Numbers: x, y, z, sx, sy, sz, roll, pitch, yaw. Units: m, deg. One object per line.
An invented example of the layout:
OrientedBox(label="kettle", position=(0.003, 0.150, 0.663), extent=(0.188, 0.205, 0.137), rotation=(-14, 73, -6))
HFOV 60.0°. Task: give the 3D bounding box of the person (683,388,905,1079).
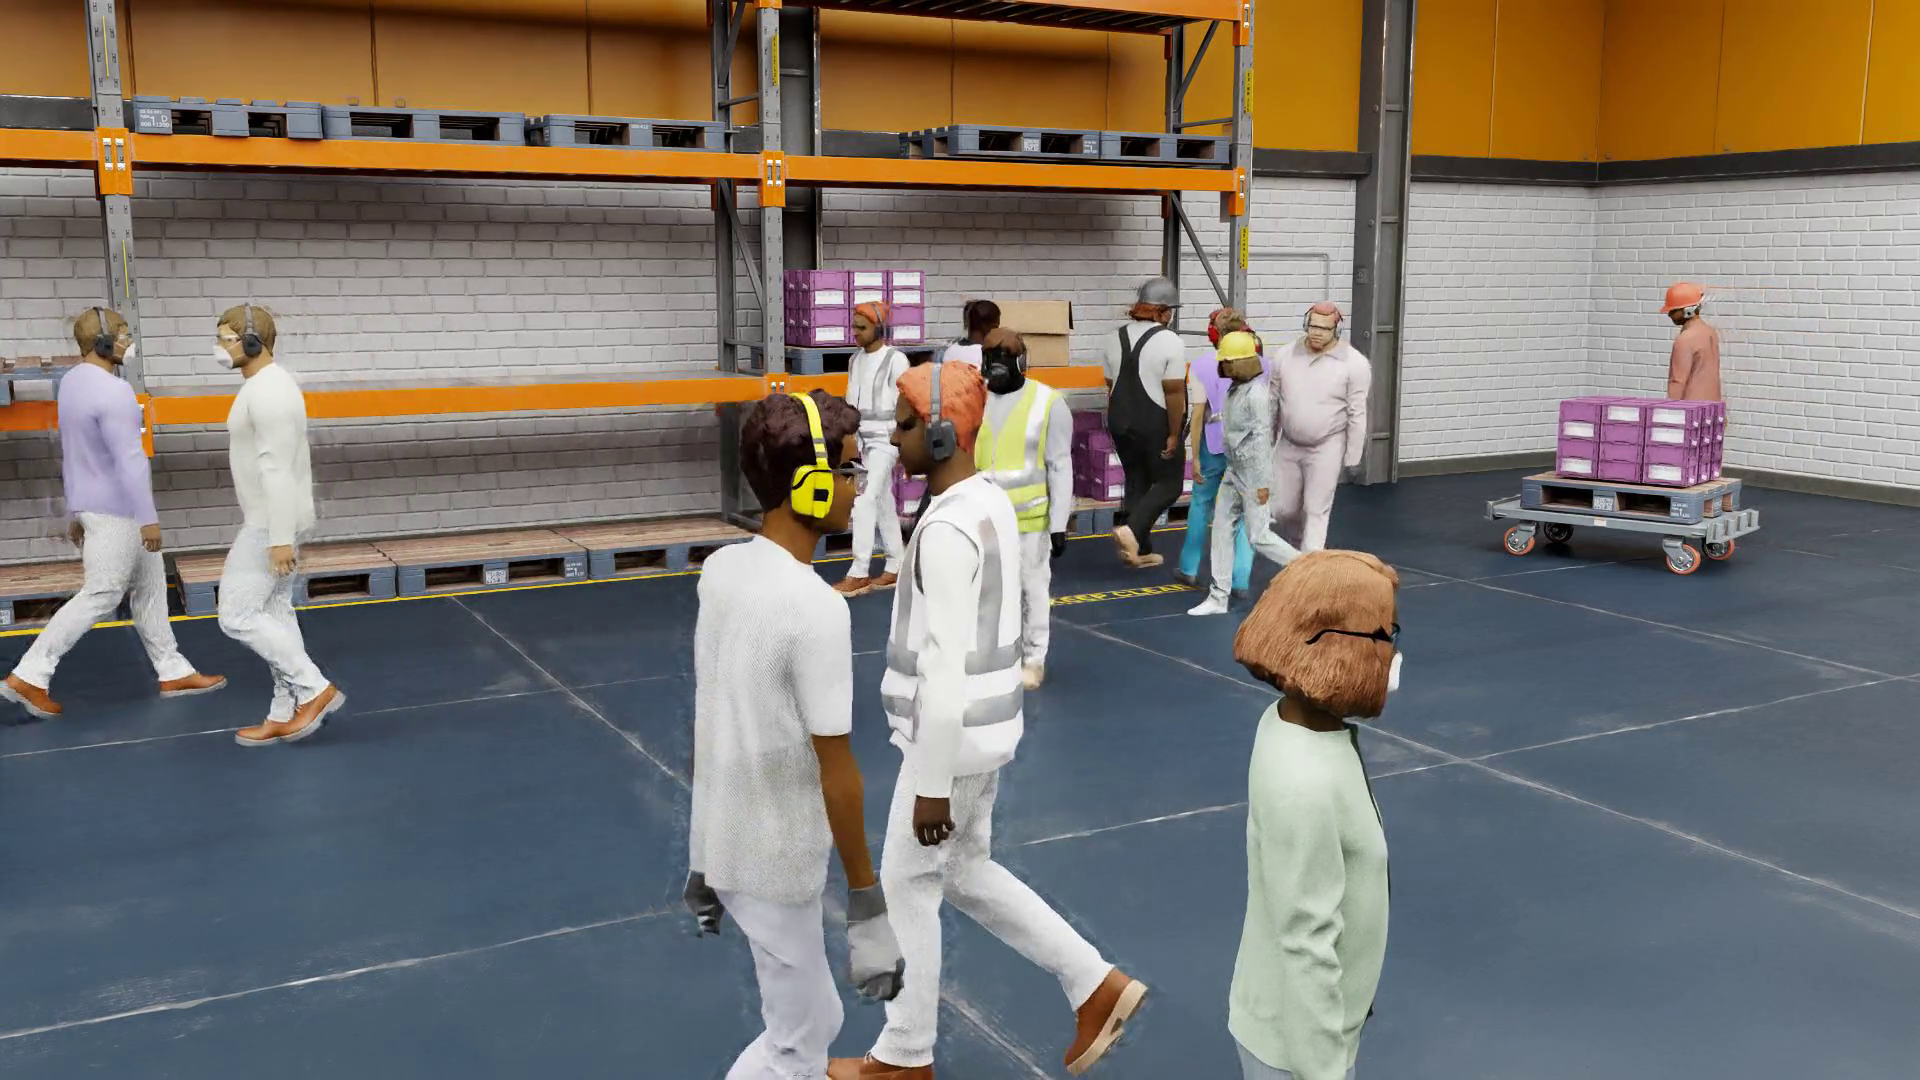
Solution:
OrientedBox(label="person", position=(-0.351, 0.644, 3.165), extent=(0.418, 1.846, 0.537), rotation=(-4, 10, -25))

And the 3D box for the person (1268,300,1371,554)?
OrientedBox(label="person", position=(2.228, -0.571, 10.458), extent=(0.702, 1.878, 0.541), rotation=(6, 11, 34))

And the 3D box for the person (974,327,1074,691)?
OrientedBox(label="person", position=(0.218, -0.105, 7.882), extent=(0.644, 1.792, 0.949), rotation=(3, 10, 18))

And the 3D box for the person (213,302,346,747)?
OrientedBox(label="person", position=(-2.987, -0.048, 7.119), extent=(0.435, 1.922, 0.654), rotation=(-4, 10, -24))

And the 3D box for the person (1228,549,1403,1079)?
OrientedBox(label="person", position=(0.574, 0.820, 2.718), extent=(0.289, 1.633, 0.498), rotation=(2, 9, 10))

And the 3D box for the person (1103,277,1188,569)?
OrientedBox(label="person", position=(1.249, -0.783, 11.251), extent=(0.689, 2.000, 0.687), rotation=(-9, 13, -44))

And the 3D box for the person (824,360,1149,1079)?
OrientedBox(label="person", position=(0.048, 0.492, 4.050), extent=(0.727, 1.860, 0.585), rotation=(2, 9, 11))

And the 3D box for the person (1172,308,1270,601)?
OrientedBox(label="person", position=(1.654, -0.559, 10.580), extent=(0.558, 1.805, 0.870), rotation=(-2, 10, -12))

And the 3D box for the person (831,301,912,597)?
OrientedBox(label="person", position=(-0.620, -0.566, 10.482), extent=(0.799, 1.852, 0.617), rotation=(-6, 11, -33))

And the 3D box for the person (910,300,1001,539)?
OrientedBox(label="person", position=(0.025, -0.698, 11.326), extent=(1.023, 1.853, 0.711), rotation=(-6, 11, -34))

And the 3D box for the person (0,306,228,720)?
OrientedBox(label="person", position=(-4.006, -0.133, 7.724), extent=(0.967, 1.908, 0.638), rotation=(-8, 12, -40))

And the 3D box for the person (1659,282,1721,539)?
OrientedBox(label="person", position=(5.513, -0.981, 12.710), extent=(0.595, 1.956, 0.656), rotation=(9, 13, 42))

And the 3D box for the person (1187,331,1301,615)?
OrientedBox(label="person", position=(1.771, -0.385, 9.850), extent=(0.743, 1.709, 0.518), rotation=(-2, 10, -15))
